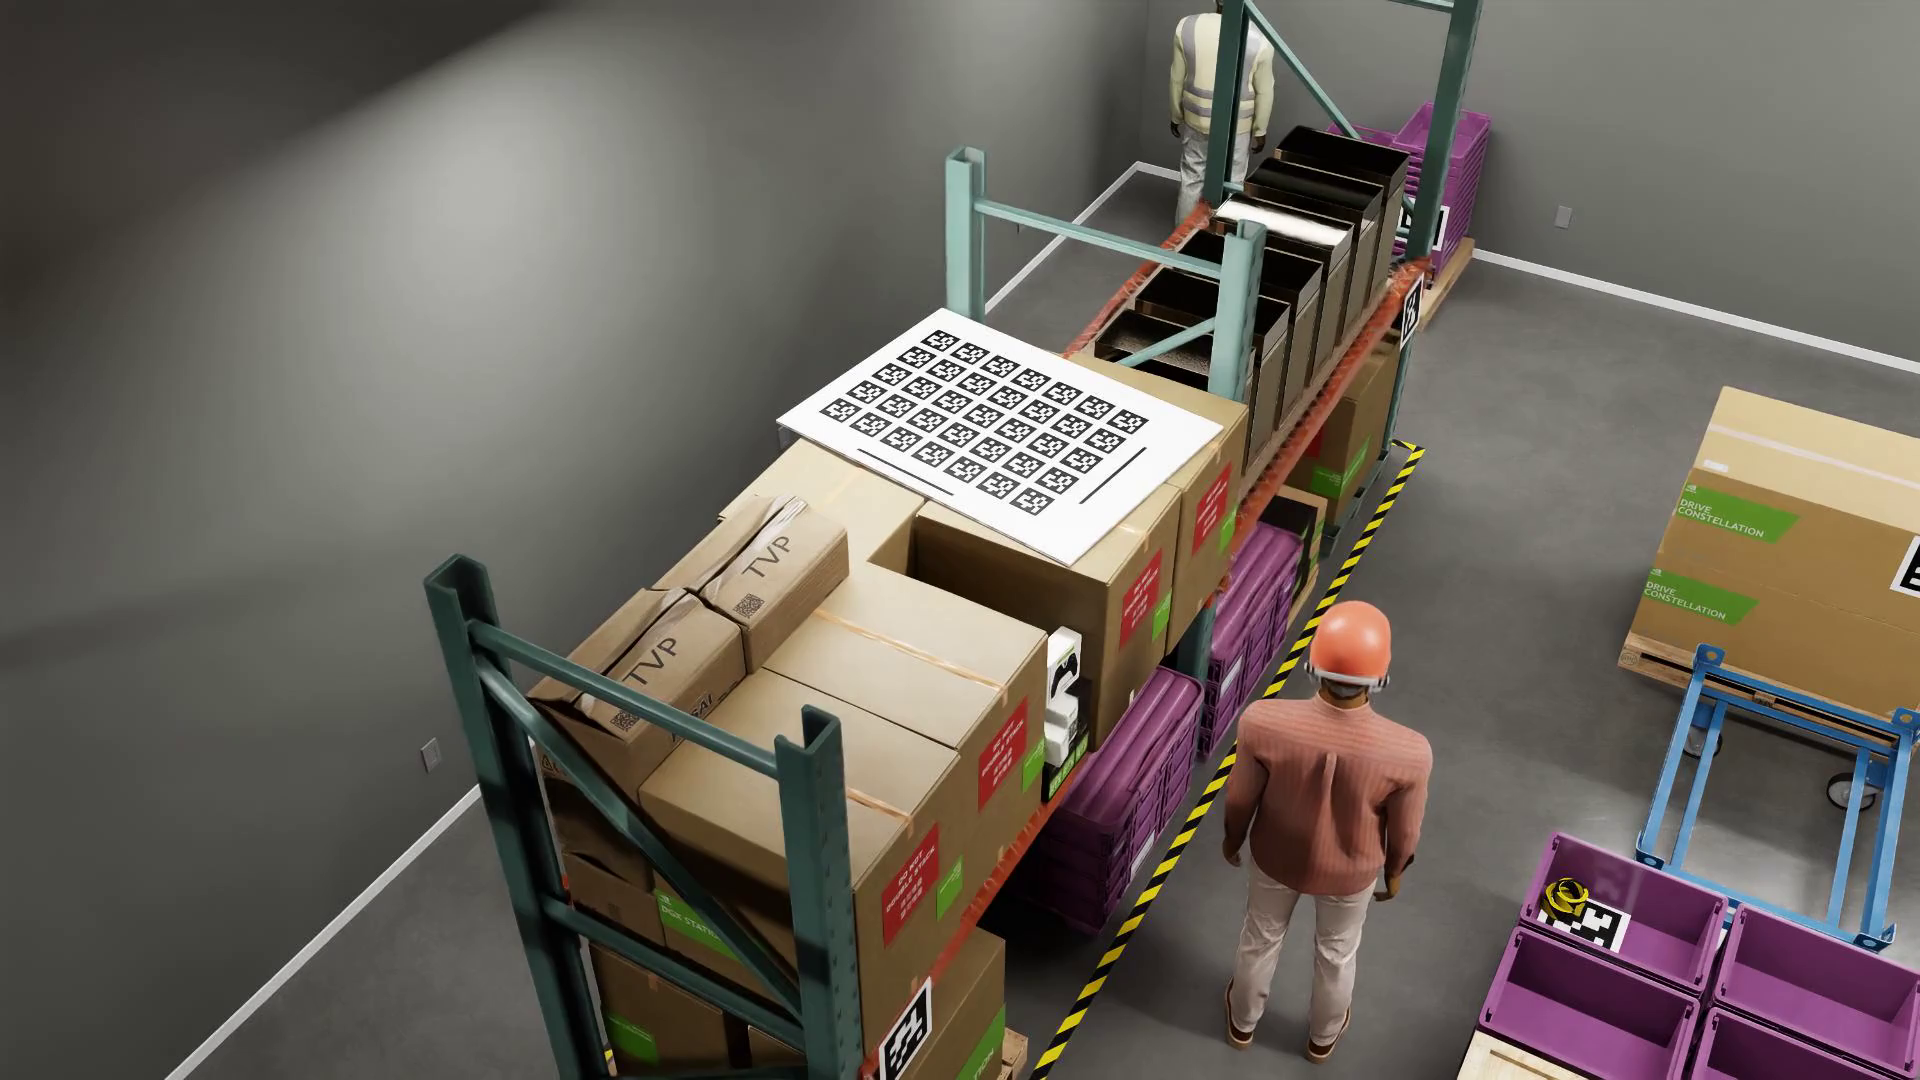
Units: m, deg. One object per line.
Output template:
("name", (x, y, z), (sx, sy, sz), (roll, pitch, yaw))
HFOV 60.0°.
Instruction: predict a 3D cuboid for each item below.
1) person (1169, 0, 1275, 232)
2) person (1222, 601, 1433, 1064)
("person", (1.499, -2.444, 9.590), (0.600, 1.831, 0.404), (15, 42, 17))
("person", (1.149, 0.987, 5.378), (0.611, 1.994, 0.385), (11, 41, 13))
